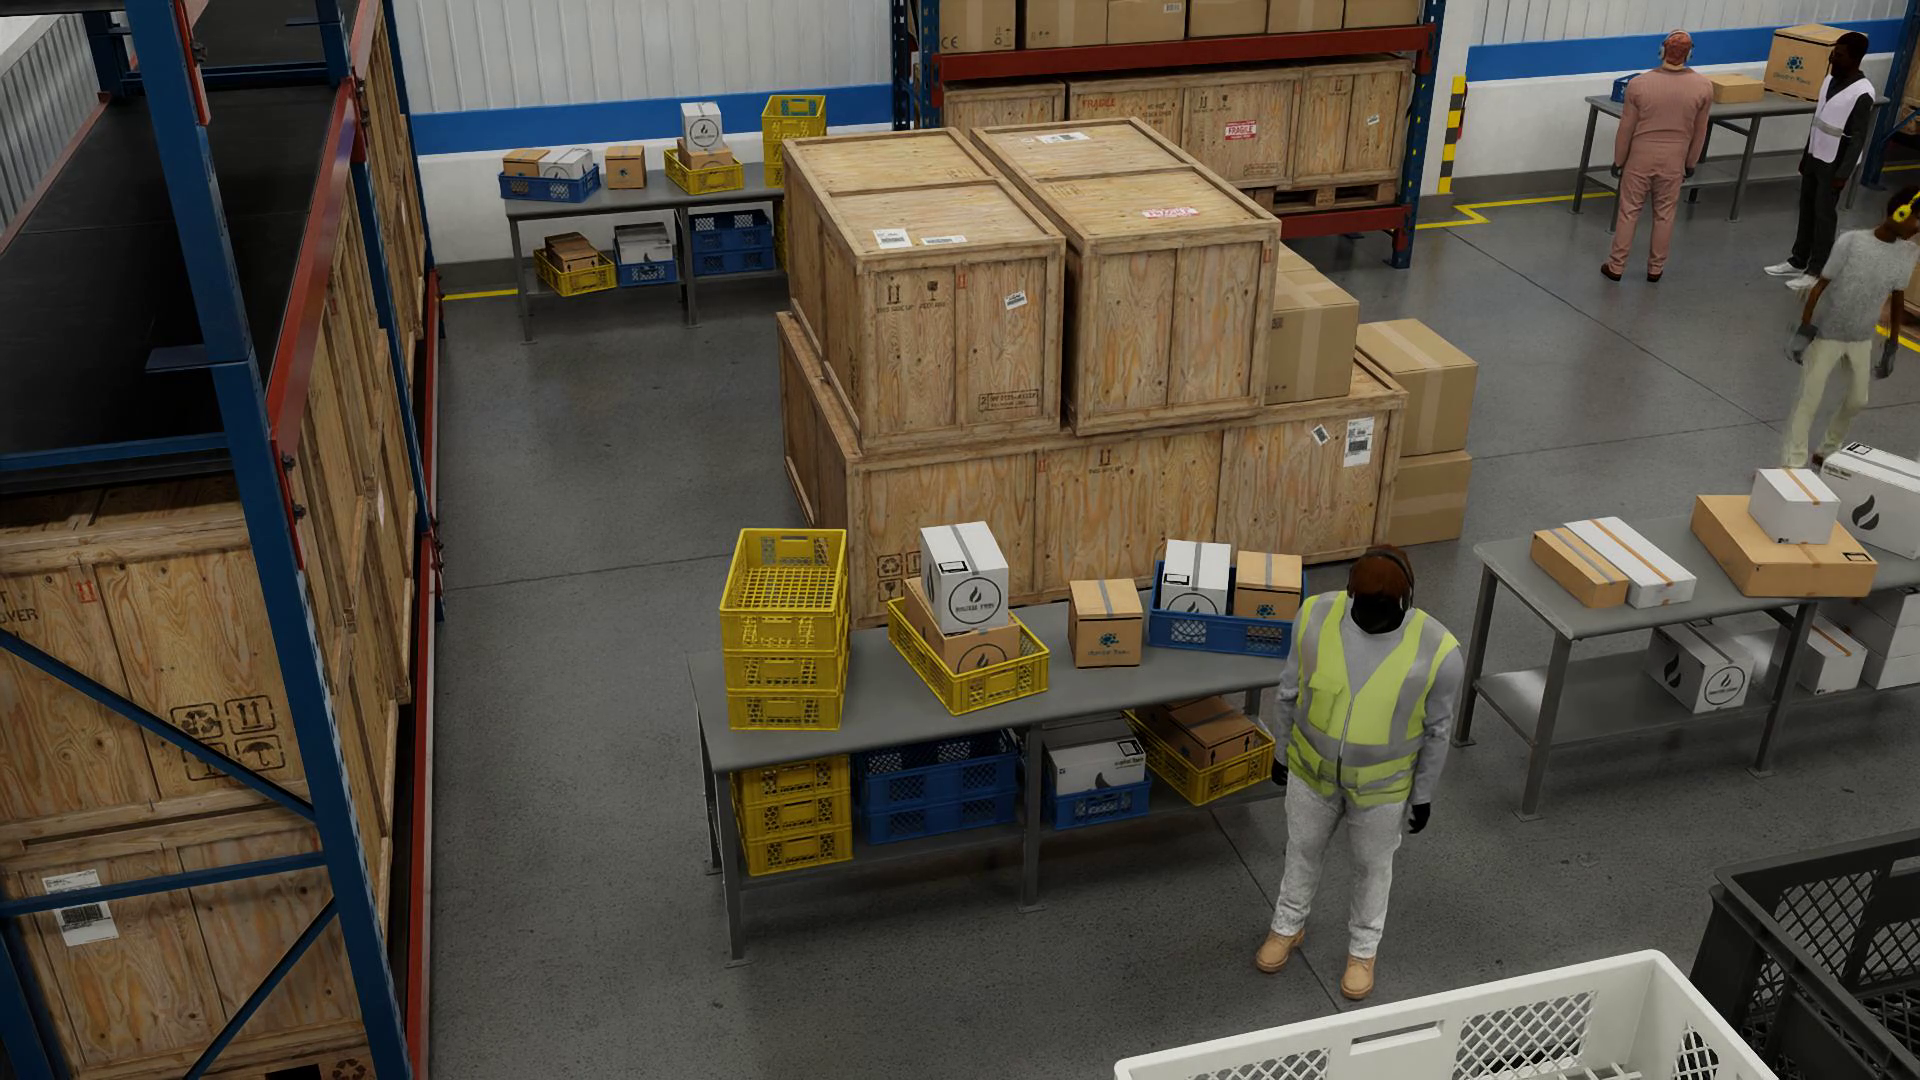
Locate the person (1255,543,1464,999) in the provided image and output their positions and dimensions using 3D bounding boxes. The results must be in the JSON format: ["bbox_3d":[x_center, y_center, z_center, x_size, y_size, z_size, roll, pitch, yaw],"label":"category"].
[{"bbox_3d":[1.404,0.832,5.964,0.622,1.842,0.429,14,32,24],"label":"person"}]

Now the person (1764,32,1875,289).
[{"bbox_3d":[6.579,-2.865,12.593,0.375,1.917,0.597,-1,29,-2],"label":"person"}]

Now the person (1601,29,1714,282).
[{"bbox_3d":[5.303,-2.913,12.693,0.643,1.909,0.410,5,29,9],"label":"person"}]

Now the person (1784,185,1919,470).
[{"bbox_3d":[5.112,-1.152,9.581,0.651,1.833,0.353,2,29,3],"label":"person"}]
